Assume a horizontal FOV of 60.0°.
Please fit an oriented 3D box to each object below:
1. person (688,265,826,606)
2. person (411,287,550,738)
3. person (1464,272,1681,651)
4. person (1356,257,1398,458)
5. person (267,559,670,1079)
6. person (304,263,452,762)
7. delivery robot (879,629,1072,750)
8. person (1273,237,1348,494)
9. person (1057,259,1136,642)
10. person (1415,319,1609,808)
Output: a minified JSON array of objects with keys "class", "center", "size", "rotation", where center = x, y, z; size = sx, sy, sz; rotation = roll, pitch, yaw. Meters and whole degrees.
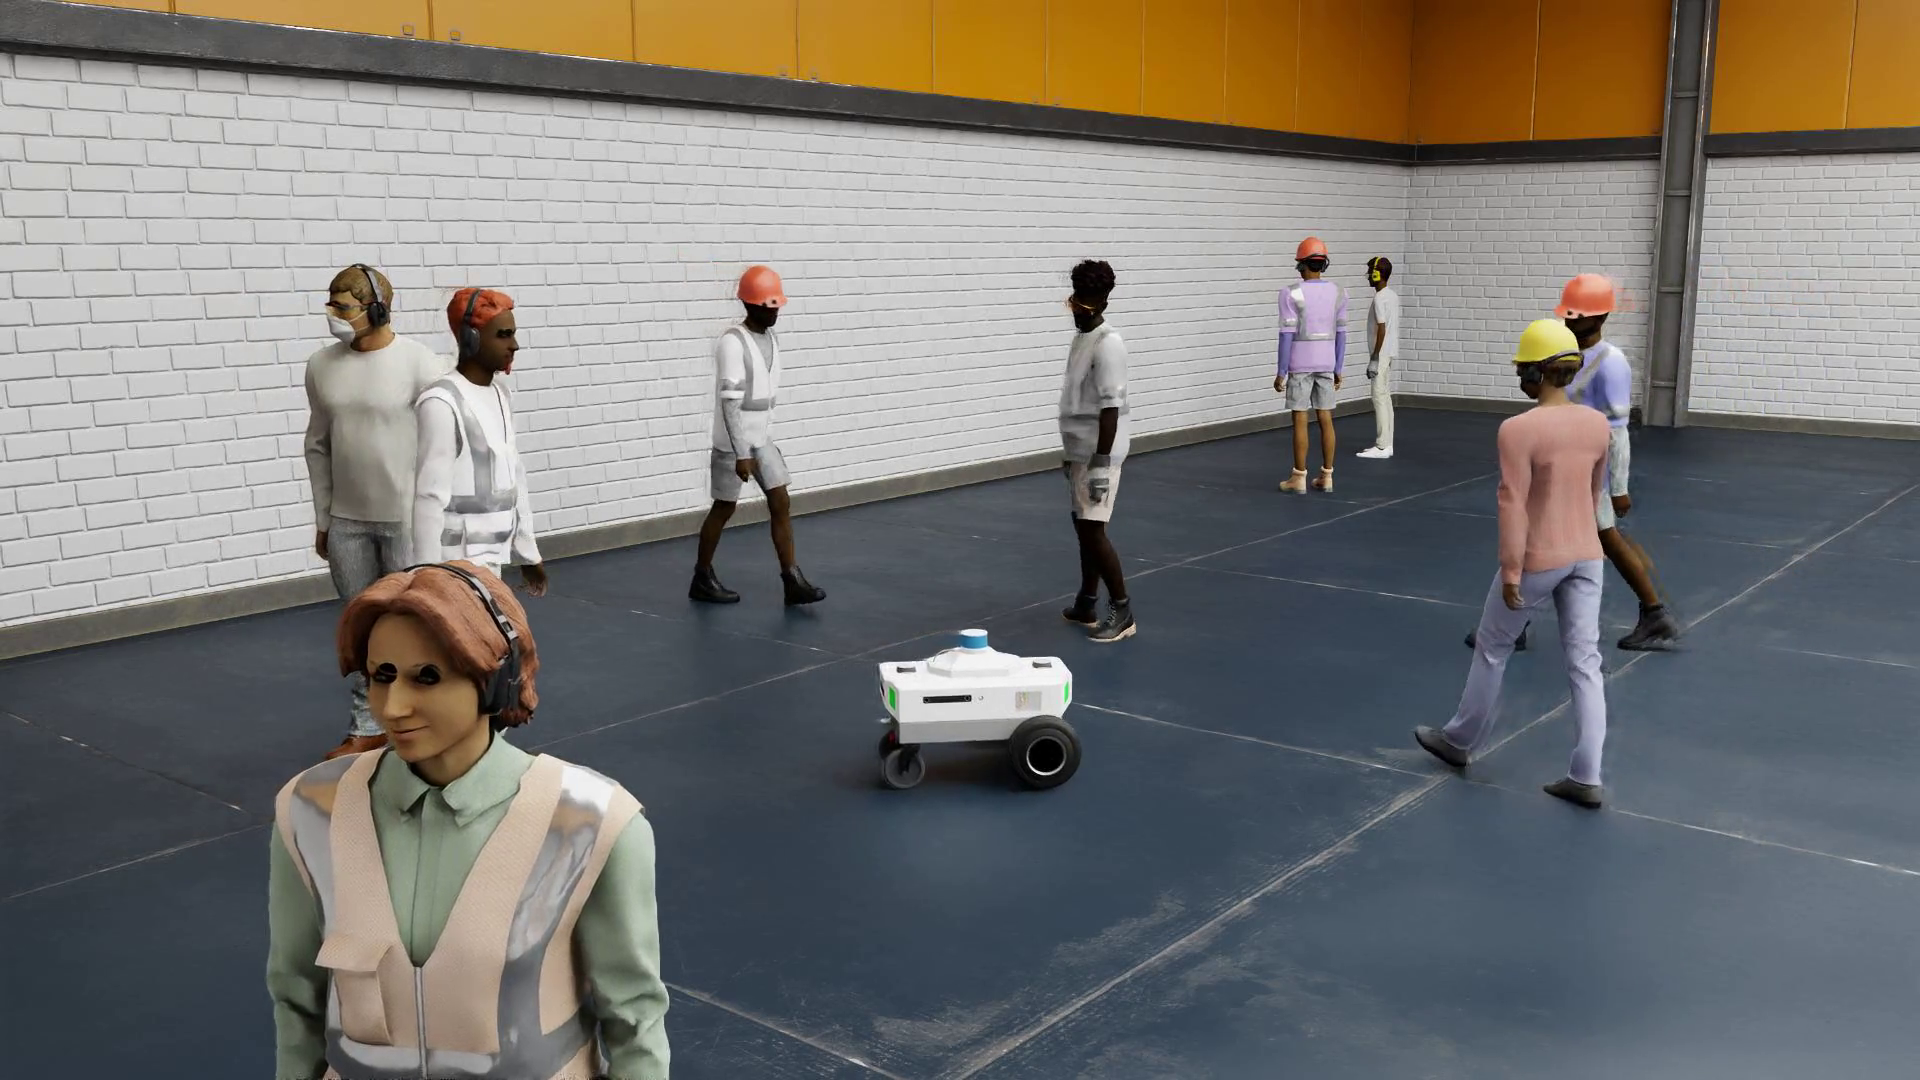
[{"class":"person","center":[-1.128,-0.543,9.060],"size":[0.954,1.876,0.571],"rotation":[5,12,27]},{"class":"person","center":[-1.643,0.080,5.673],"size":[0.510,1.866,0.593],"rotation":[0,10,1]},{"class":"person","center":[3.067,-0.355,8.068],"size":[1.031,1.879,0.574],"rotation":[1,10,7]},{"class":"person","center":[3.905,-1.691,15.492],"size":[0.312,1.864,0.532],"rotation":[5,12,27]},{"class":"person","center":[-0.624,0.828,2.151],"size":[0.515,1.640,0.315],"rotation":[1,10,7]},{"class":"person","center":[-2.183,-0.069,6.306],"size":[0.629,1.935,0.371],"rotation":[3,11,16]},{"class":"delivery robot","center":[0.052,0.580,6.274],"size":[0.707,0.478,0.477],"rotation":[-1,10,-7]},{"class":"person","center":[2.786,-1.388,13.314],"size":[0.609,2.043,0.397],"rotation":[-3,11,-18]},{"class":"person","center":[0.687,-0.456,8.491],"size":[0.396,1.937,0.756],"rotation":[0,10,-2]},{"class":"person","center":[2.100,0.064,6.122],"size":[0.540,1.728,0.855],"rotation":[-4,11,-22]}]
